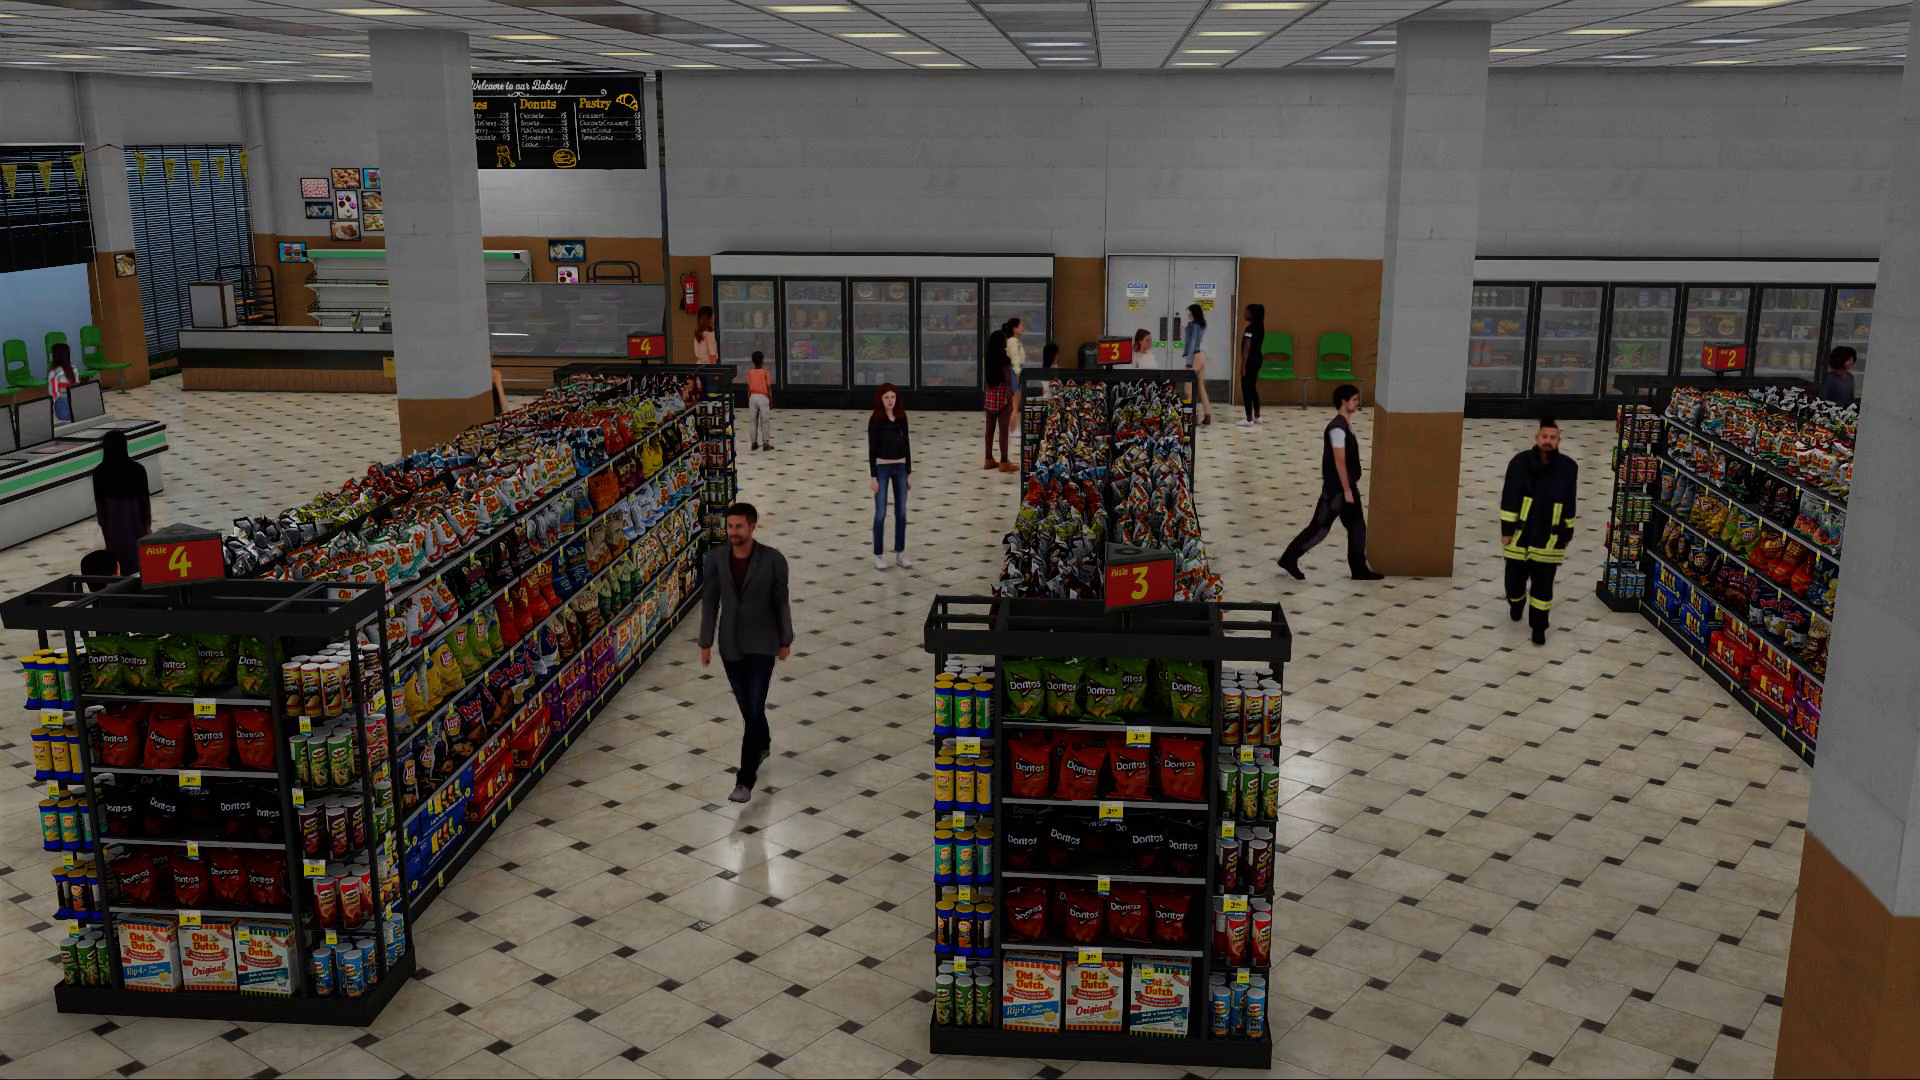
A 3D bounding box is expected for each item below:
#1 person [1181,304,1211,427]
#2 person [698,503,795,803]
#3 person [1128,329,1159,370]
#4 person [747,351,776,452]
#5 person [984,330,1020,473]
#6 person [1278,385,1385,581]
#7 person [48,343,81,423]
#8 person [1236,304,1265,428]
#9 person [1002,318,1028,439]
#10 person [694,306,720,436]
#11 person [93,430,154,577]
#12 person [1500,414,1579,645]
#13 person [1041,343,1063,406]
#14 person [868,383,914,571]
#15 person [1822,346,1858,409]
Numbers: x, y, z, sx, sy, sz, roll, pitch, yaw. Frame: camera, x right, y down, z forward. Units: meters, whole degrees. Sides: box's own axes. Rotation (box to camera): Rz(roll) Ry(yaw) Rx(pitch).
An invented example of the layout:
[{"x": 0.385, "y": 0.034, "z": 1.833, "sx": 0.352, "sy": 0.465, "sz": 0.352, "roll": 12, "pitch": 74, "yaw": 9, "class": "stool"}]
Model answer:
[{"x": 3.341, "y": -2.463, "z": 23.501, "sx": 0.835, "sy": 1.743, "sz": 0.664, "roll": 7, "pitch": 15, "yaw": 26, "class": "person"}, {"x": -1.309, "y": 0.666, "z": 10.430, "sx": 0.834, "sy": 1.823, "sz": 1.237, "roll": 4, "pitch": 14, "yaw": 14, "class": "person"}, {"x": 2.211, "y": -1.763, "z": 20.694, "sx": 0.866, "sy": 1.705, "sz": 0.931, "roll": -10, "pitch": 17, "yaw": -37, "class": "person"}, {"x": -2.629, "y": -1.825, "z": 21.788, "sx": 0.529, "sy": 1.310, "sz": 0.511, "roll": 4, "pitch": 14, "yaw": 16, "class": "person"}, {"x": 0.474, "y": -1.714, "z": 20.444, "sx": 0.780, "sy": 1.729, "sz": 0.722, "roll": -12, "pitch": 18, "yaw": -40, "class": "person"}, {"x": 3.354, "y": -0.482, "z": 15.182, "sx": 0.973, "sy": 1.814, "sz": 1.198, "roll": 6, "pitch": 15, "yaw": 22, "class": "person"}, {"x": -10.756, "y": -1.566, "z": 20.153, "sx": 0.752, "sy": 1.577, "sz": 0.947, "roll": 3, "pitch": 14, "yaw": 12, "class": "person"}, {"x": 4.143, "y": -2.484, "z": 23.626, "sx": 0.760, "sy": 1.724, "sz": 0.642, "roll": 8, "pitch": 16, "yaw": 30, "class": "person"}, {"x": 0.736, "y": -2.225, "z": 22.755, "sx": 0.731, "sy": 1.631, "sz": 0.540, "roll": -1, "pitch": 14, "yaw": -3, "class": "person"}, {"x": -3.479, "y": -2.314, "z": 22.783, "sx": 0.722, "sy": 1.792, "sz": 0.662, "roll": -11, "pitch": 18, "yaw": -39, "class": "person"}, {"x": -7.139, "y": -0.130, "z": 14.164, "sx": 0.742, "sy": 1.610, "sz": 0.839, "roll": -4, "pitch": 14, "yaw": -16, "class": "person"}, {"x": 4.705, "y": -0.103, "z": 13.568, "sx": 0.852, "sy": 1.839, "sz": 0.967, "roll": 4, "pitch": 14, "yaw": 17, "class": "person"}, {"x": 1.055, "y": -1.520, "z": 19.883, "sx": 0.858, "sy": 1.615, "sz": 0.797, "roll": -7, "pitch": 15, "yaw": -27, "class": "person"}, {"x": -0.670, "y": -0.605, "z": 15.749, "sx": 0.658, "sy": 1.785, "sz": 0.677, "roll": -6, "pitch": 15, "yaw": -24, "class": "person"}, {"x": 9.992, "y": -1.377, "z": 19.176, "sx": 0.950, "sy": 1.672, "sz": 1.181, "roll": -6, "pitch": 15, "yaw": -25, "class": "person"}]
